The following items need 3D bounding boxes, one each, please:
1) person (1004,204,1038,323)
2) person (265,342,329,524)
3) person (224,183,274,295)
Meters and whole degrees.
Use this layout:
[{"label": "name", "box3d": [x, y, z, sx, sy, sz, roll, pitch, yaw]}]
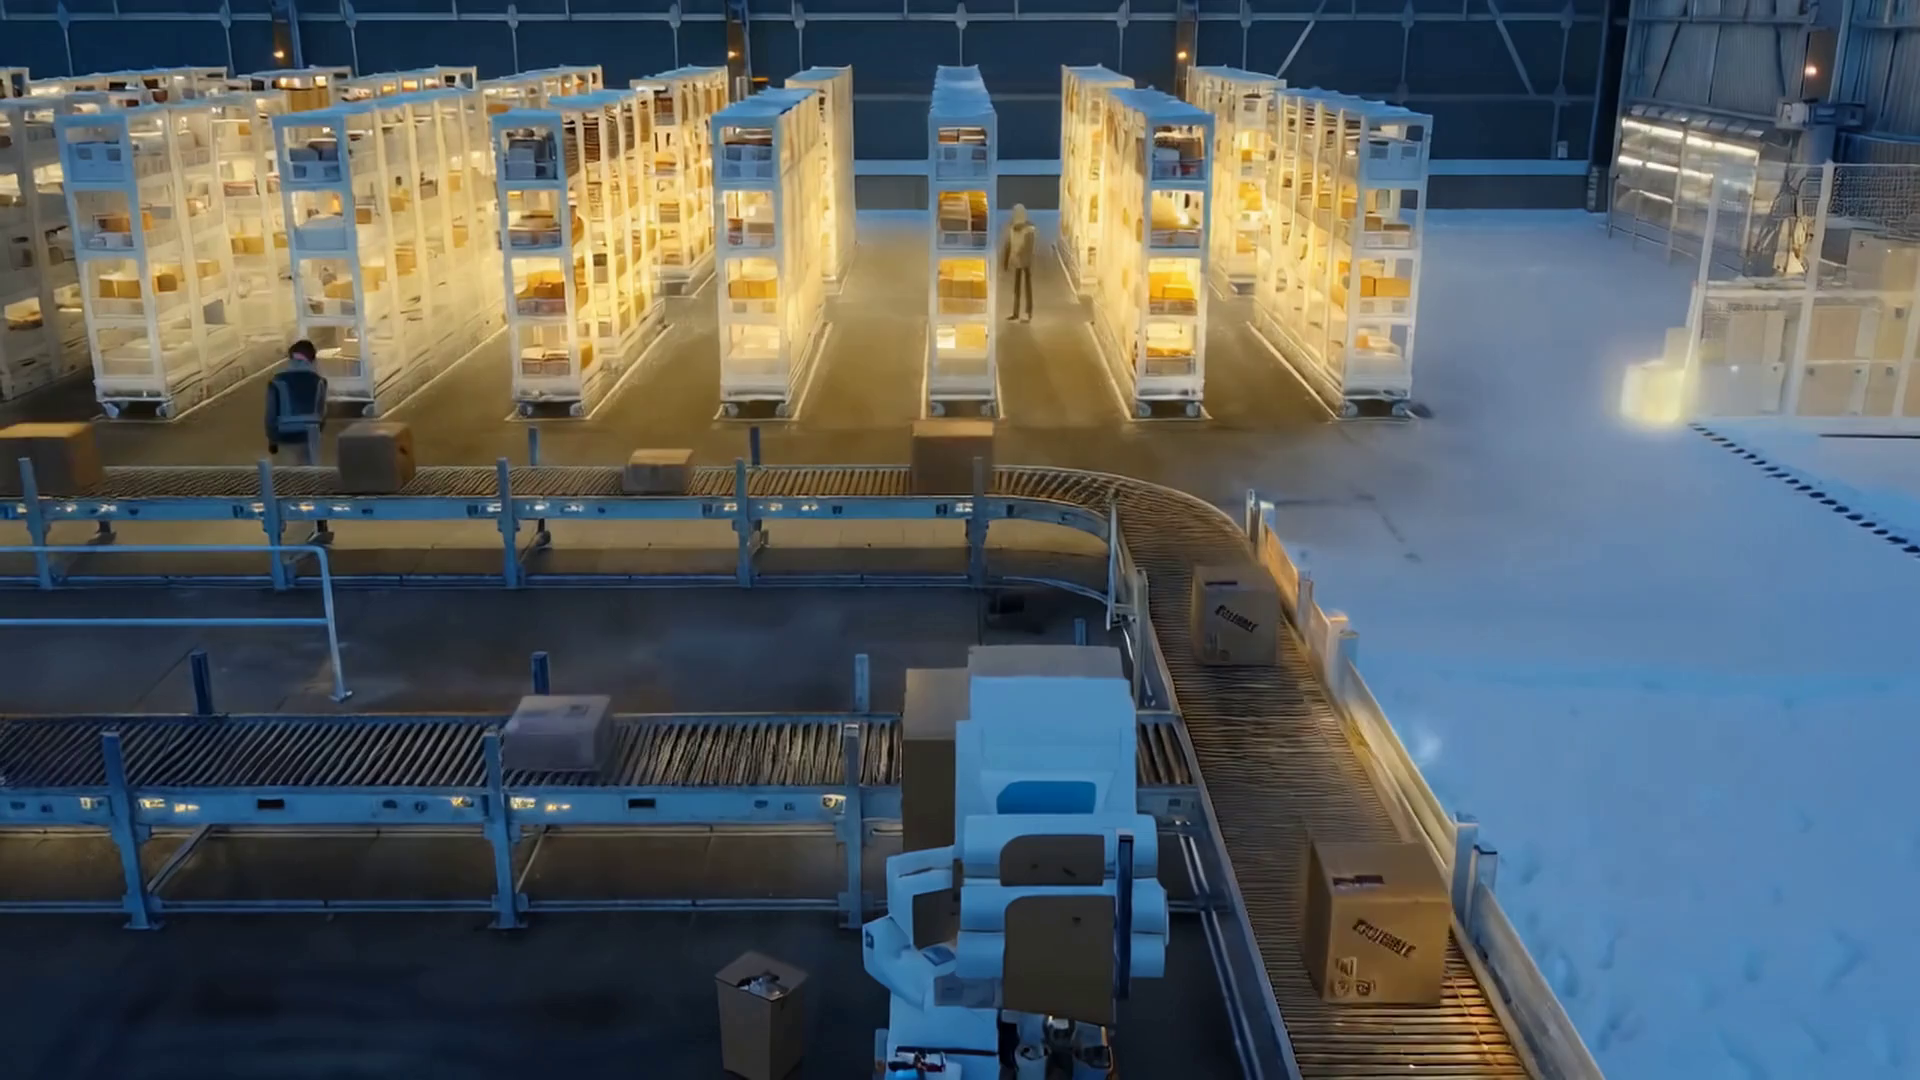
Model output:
[{"label": "person", "box3d": [0.945, -4.327, 26.011, 0.570, 1.831, 0.412, 10, 20, 28]}, {"label": "person", "box3d": [-6.319, -0.988, 15.827, 0.404, 1.771, 0.675, 16, 24, 41]}, {"label": "person", "box3d": [-12.144, -5.066, 28.123, 0.984, 1.924, 0.682, -4, 18, -12]}]
